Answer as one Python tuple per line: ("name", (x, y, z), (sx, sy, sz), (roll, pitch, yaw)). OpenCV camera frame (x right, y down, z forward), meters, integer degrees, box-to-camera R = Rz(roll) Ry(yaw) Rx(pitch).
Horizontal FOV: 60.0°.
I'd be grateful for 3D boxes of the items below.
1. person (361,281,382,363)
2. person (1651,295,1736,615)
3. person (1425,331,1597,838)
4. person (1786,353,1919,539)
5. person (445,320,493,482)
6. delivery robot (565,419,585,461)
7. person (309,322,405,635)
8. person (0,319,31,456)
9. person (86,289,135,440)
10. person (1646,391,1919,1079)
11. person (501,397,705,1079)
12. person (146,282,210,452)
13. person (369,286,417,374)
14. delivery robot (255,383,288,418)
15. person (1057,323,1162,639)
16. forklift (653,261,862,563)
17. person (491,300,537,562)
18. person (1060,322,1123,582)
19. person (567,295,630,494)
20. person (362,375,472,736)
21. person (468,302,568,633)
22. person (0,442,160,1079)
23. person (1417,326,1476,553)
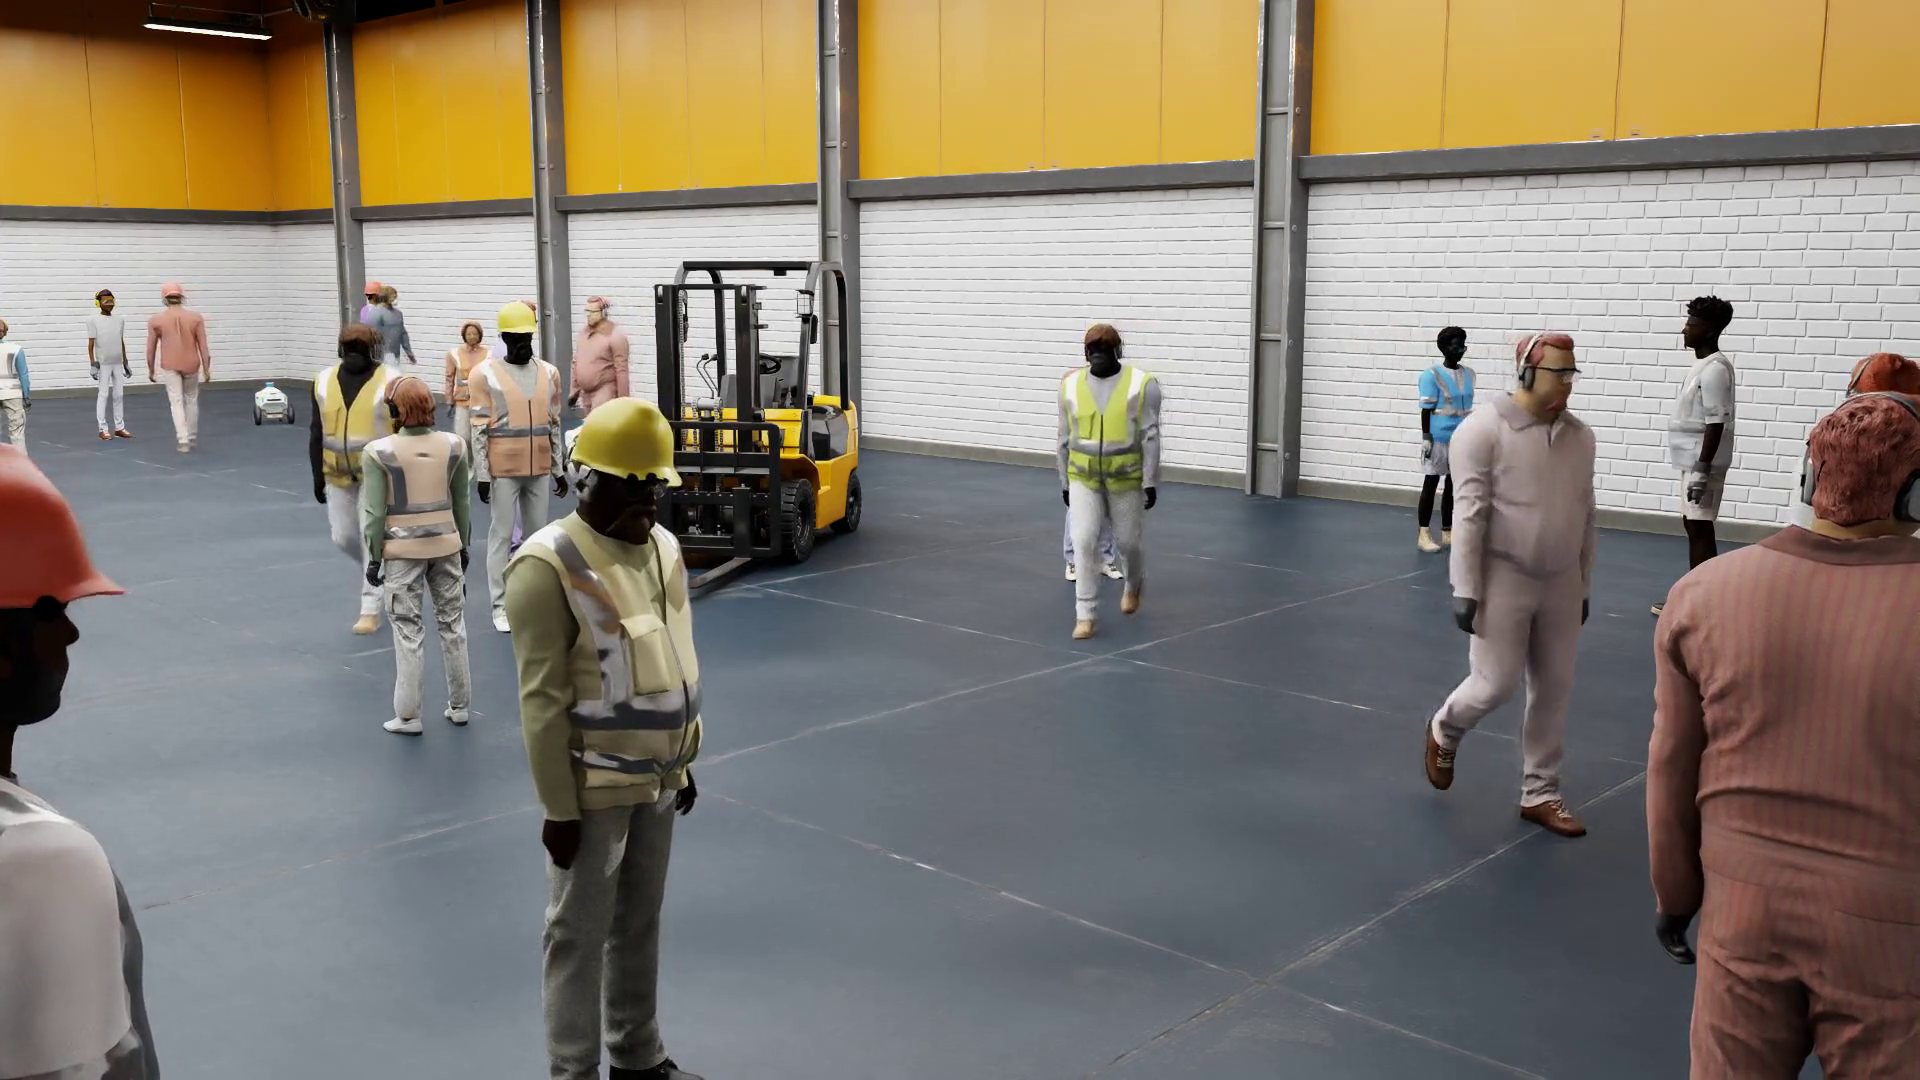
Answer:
("person", (-8.368, -2.729, 23.857), (0.361, 1.939, 0.543), (-8, 12, -39))
("person", (4.380, -0.462, 9.869), (0.368, 1.966, 0.603), (3, 10, 17))
("person", (2.130, 0.149, 6.337), (0.661, 1.889, 0.637), (-3, 10, -20))
("person", (3.003, 0.319, 5.443), (0.579, 1.857, 0.851), (0, 9, -1))
("person", (-4.694, -1.309, 16.086), (0.540, 1.624, 0.439), (-2, 9, -12))
("delivery robot", (-3.863, -1.017, 17.304), (0.477, 0.478, 0.707), (-5, 10, -27))
("person", (-3.522, -0.391, 9.891), (0.638, 1.816, 0.763), (1, 9, 5))
("person", (-9.577, -1.401, 16.639), (0.511, 1.637, 0.307), (-3, 10, -16))
("person", (-10.591, -2.184, 20.742), (0.313, 1.864, 0.538), (5, 11, 28))
("person", (1.595, 0.683, 3.035), (0.651, 1.906, 0.403), (9, 13, 44))
("person", (-0.822, 0.563, 4.032), (0.404, 1.821, 0.587), (4, 10, 23))
("person", (-9.168, -2.029, 19.492), (0.644, 1.947, 0.959), (-6, 11, -32))
("person", (-7.783, -2.530, 22.798), (1.027, 1.884, 0.647), (2, 9, 11))
("delivery robot", (-9.441, -1.912, 22.795), (0.477, 0.478, 0.707), (-5, 10, -28))
("person", (0.878, -0.366, 9.756), (0.631, 1.816, 0.786), (2, 10, 15))
("forklift", (-1.552, -1.040, 12.721), (1.214, 2.155, 2.313), (2, 9, 11))
("person", (-3.123, -0.756, 11.880), (0.406, 1.902, 0.636), (-2, 10, -15))
("person", (0.929, -0.596, 11.321), (0.523, 1.764, 0.325), (-2, 10, -15))
("person", (-3.385, -1.400, 15.915), (0.647, 1.879, 0.866), (8, 12, 39))
("person", (-2.460, 0.072, 7.587), (0.514, 1.643, 0.307), (-9, 13, -44))
("person", (-2.583, -0.430, 9.794), (0.585, 1.928, 0.368), (-9, 13, -44))
("person", (-1.060, 0.855, 1.886), (0.543, 1.938, 0.364), (5, 10, 26))
("person", (3.661, -0.754, 12.485), (0.541, 1.696, 0.315), (-5, 11, -28))
